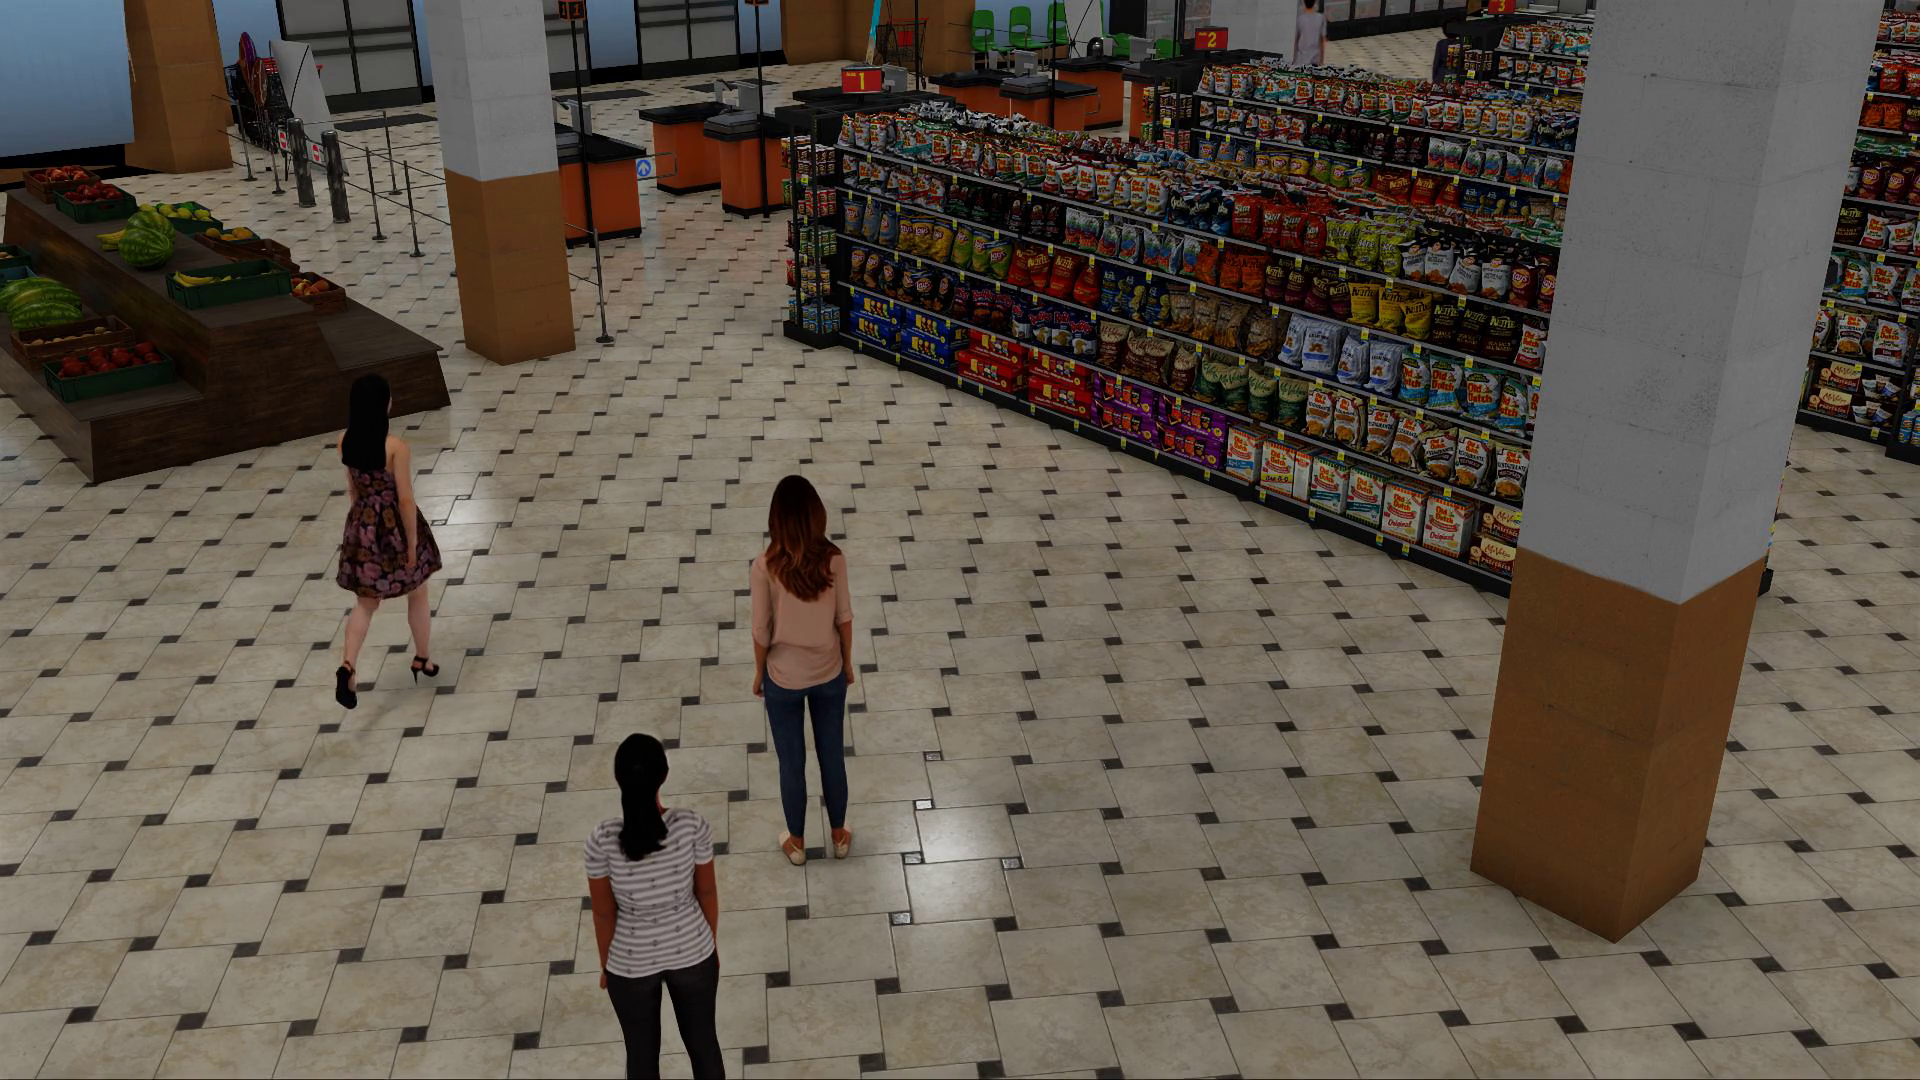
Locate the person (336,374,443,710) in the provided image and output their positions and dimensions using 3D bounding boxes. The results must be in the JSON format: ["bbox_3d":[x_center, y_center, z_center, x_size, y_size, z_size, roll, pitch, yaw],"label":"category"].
[{"bbox_3d":[-2.936,0.054,8.363,1.101,1.749,1.112,4,24,10],"label":"person"}]

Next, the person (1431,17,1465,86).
[{"bbox_3d":[6.768,-6.376,23.107,0.604,1.710,0.714,8,25,18],"label":"person"}]

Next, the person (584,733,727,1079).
[{"bbox_3d":[-0.988,1.369,5.486,0.644,1.646,0.650,-6,24,-14],"label":"person"}]

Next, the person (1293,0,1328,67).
[{"bbox_3d":[5.188,-7.175,24.752,1.220,1.855,1.176,6,24,14],"label":"person"}]

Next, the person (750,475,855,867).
[{"bbox_3d":[-0.666,0.576,7.120,0.671,1.789,0.661,-6,24,-14],"label":"person"}]
